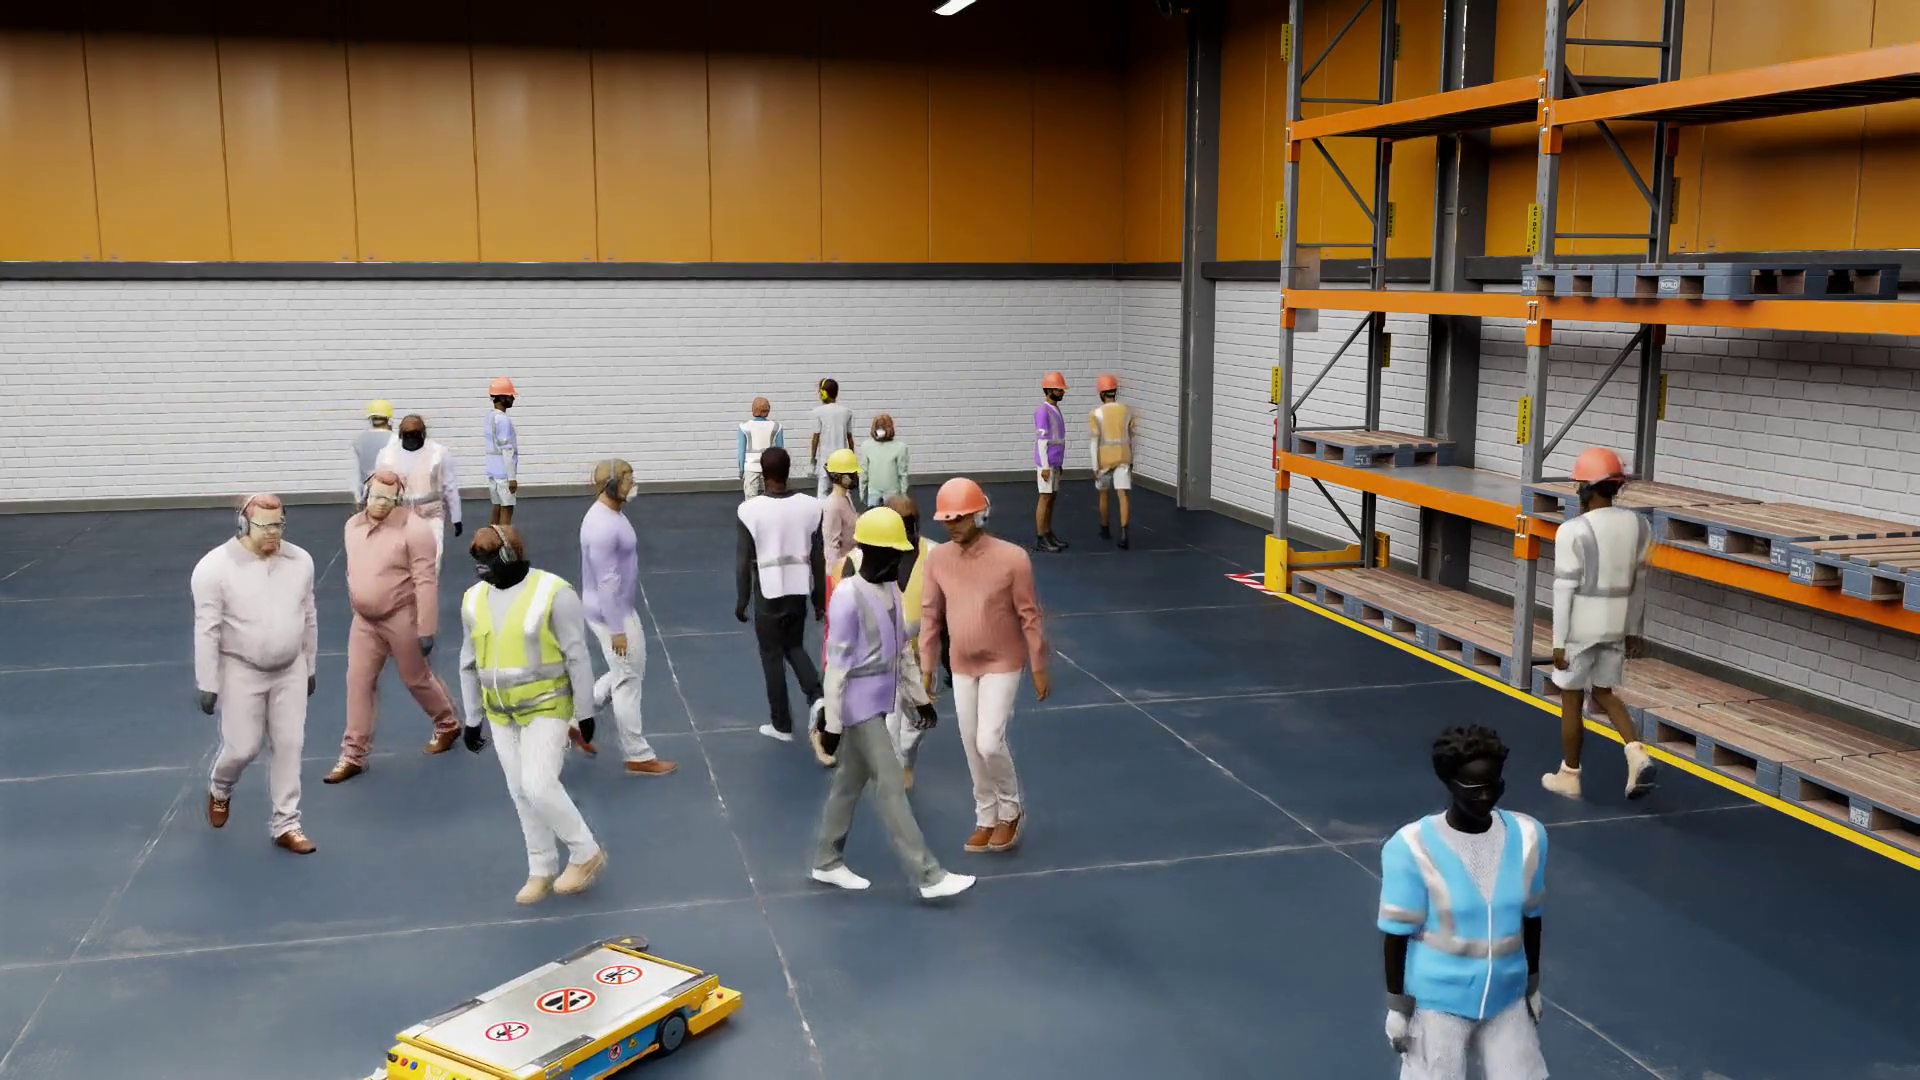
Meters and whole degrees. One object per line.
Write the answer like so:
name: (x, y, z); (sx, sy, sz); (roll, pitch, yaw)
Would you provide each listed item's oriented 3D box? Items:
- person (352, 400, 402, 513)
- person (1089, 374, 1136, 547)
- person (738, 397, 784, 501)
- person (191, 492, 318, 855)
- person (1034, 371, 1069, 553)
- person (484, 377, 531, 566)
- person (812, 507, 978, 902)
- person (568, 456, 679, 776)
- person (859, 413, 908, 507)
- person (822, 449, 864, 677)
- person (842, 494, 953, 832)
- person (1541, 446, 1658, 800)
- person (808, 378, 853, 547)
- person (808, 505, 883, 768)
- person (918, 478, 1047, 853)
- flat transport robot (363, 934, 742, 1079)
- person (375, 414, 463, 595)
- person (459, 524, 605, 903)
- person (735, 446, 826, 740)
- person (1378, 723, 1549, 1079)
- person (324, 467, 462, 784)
person: (-5.491, -0.449, 15.960); (0.599, 1.781, 0.948); (2, 9, 15)
person: (1.688, -0.878, 18.300); (0.556, 1.887, 1.021); (-1, 9, -5)
person: (-2.182, -0.752, 18.287); (0.511, 1.634, 0.313); (-2, 9, -10)
person: (-3.650, 0.670, 8.621); (0.688, 1.882, 0.665); (8, 12, 40)
person: (0.991, -0.841, 17.894); (0.358, 1.938, 0.542); (3, 10, 19)
person: (-4.634, -0.687, 16.929); (0.354, 1.939, 0.545); (-6, 11, -34)
person: (-0.315, 0.784, 7.889); (0.940, 1.885, 0.593); (3, 9, 16)
person: (-2.049, 0.456, 9.829); (0.684, 1.924, 0.648); (-1, 9, -6)
person: (-0.749, -0.476, 16.619); (0.506, 1.614, 0.640); (2, 9, 14)
person: (-0.820, 0.240, 11.682); (0.315, 1.769, 0.525); (1, 9, 5)
person: (-0.340, 0.626, 9.156); (0.631, 1.810, 0.853); (-2, 9, -11)
person: (3.570, 0.495, 9.266); (0.623, 2.031, 0.664); (-3, 10, -19)
person: (-1.390, -0.836, 18.159); (0.534, 1.856, 0.383); (-6, 11, -35)
person: (-0.605, 0.597, 9.764); (0.532, 1.666, 0.812); (-8, 12, -42)
person: (0.086, 0.653, 8.491); (0.652, 1.964, 0.504); (6, 11, 33)
flat transport robot: (-1.533, 1.854, 6.254); (0.652, 0.197, 1.431); (6, 11, 32)
person: (-4.597, -0.164, 14.069); (0.742, 1.806, 0.520); (-2, 9, -9)
person: (-2.060, 0.831, 7.899); (0.706, 1.812, 0.435); (4, 10, 25)
person: (-1.119, 0.369, 10.562); (0.593, 1.875, 0.525); (-6, 11, -34)
person: (1.492, 1.359, 4.947); (0.545, 1.680, 0.375); (-2, 9, -10)
person: (-3.416, 0.468, 10.017); (0.673, 1.853, 0.981); (4, 10, 22)
